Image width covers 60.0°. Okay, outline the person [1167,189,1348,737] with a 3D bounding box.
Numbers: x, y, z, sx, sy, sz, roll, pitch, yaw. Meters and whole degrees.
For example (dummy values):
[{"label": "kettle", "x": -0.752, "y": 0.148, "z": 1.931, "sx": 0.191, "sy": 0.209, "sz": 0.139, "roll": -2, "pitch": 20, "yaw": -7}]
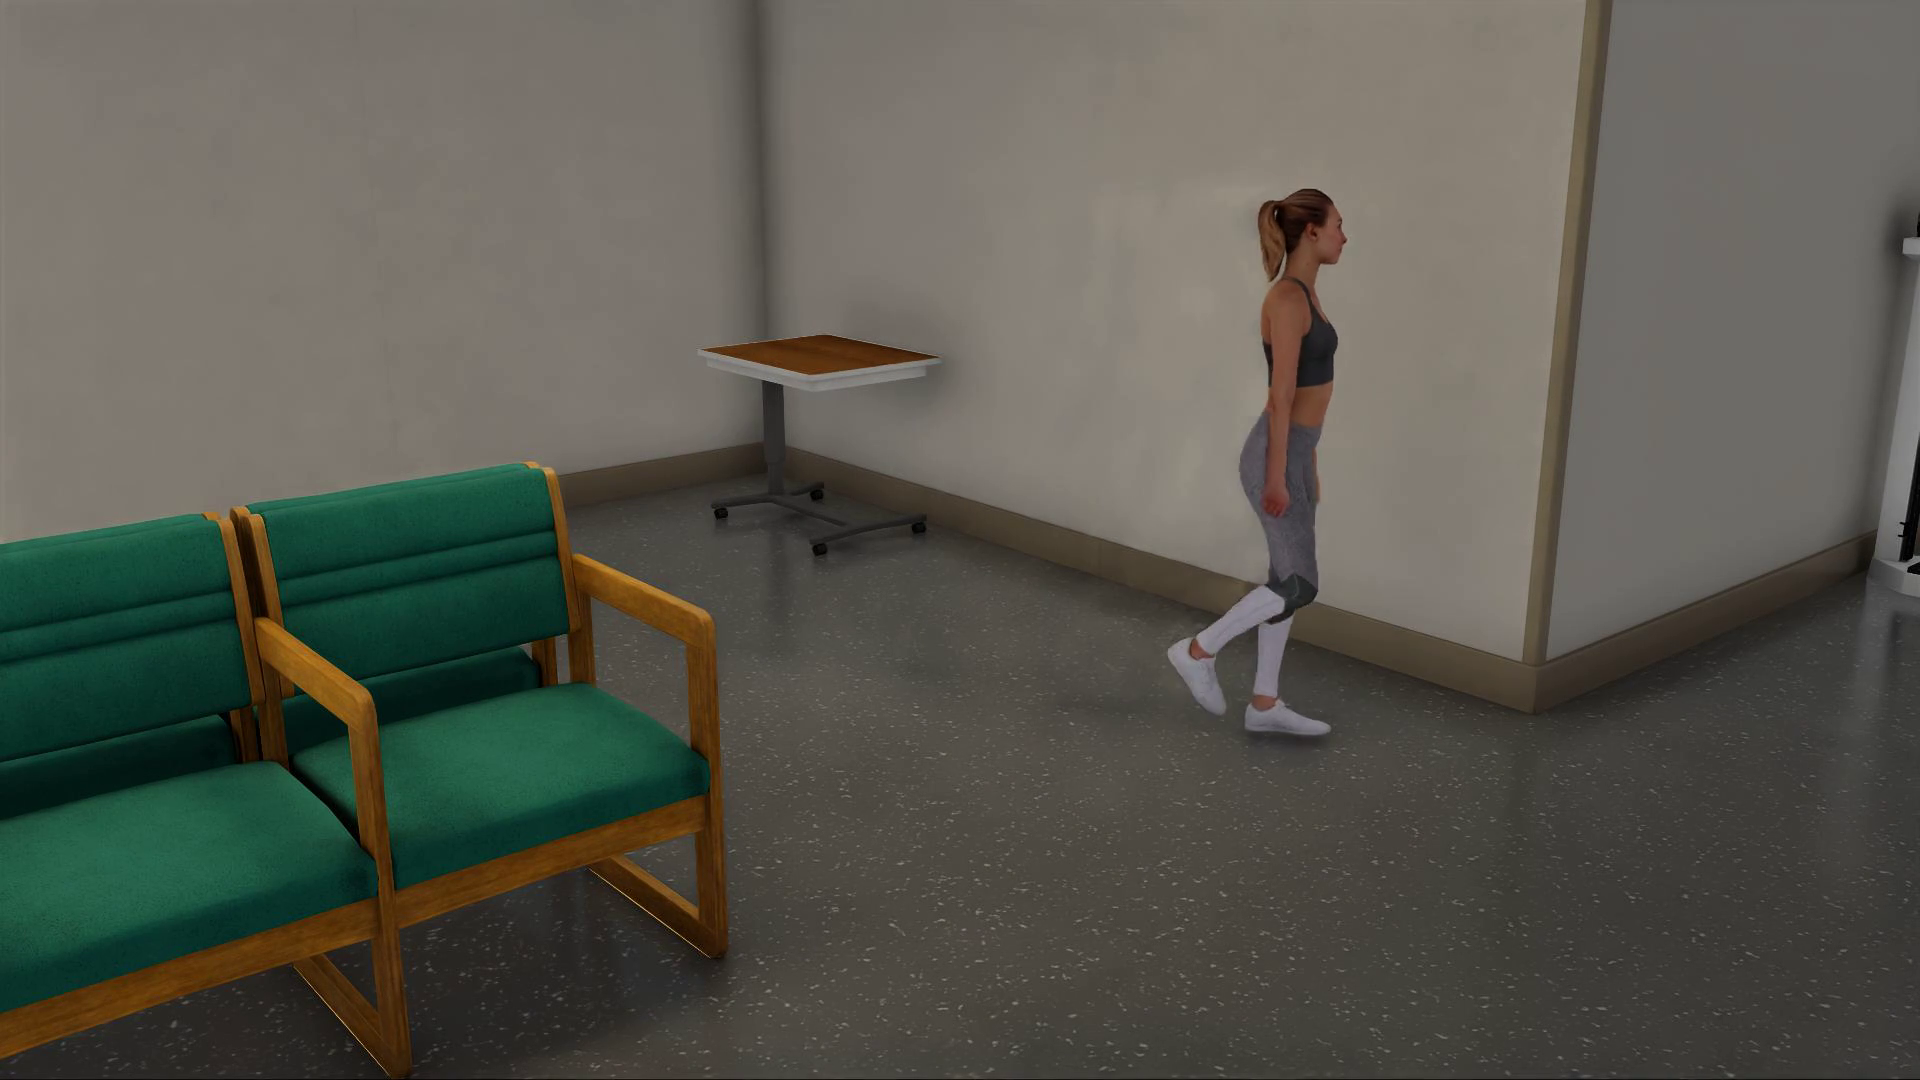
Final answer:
[{"label": "person", "x": 0.913, "y": -0.215, "z": 5.137, "sx": 0.877, "sy": 1.691, "sz": 0.787, "roll": 6, "pitch": 17, "yaw": 21}]
